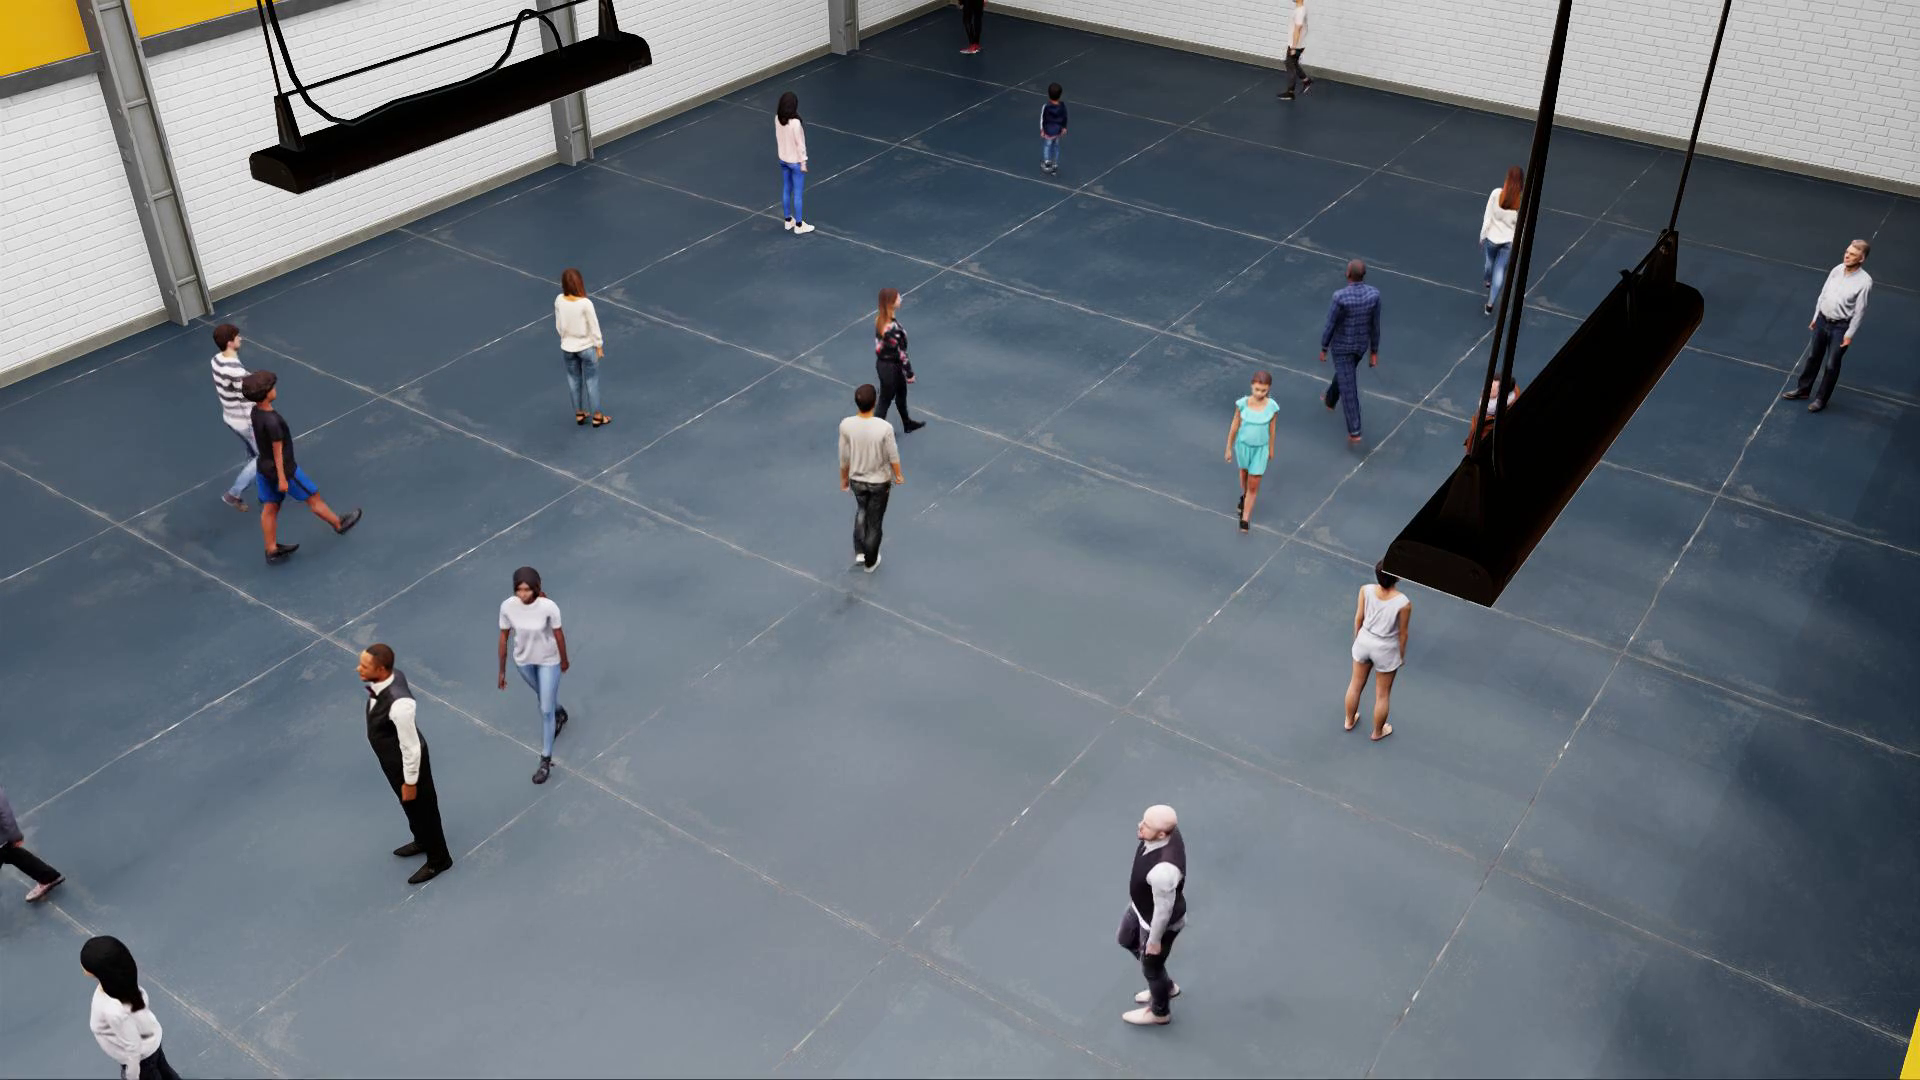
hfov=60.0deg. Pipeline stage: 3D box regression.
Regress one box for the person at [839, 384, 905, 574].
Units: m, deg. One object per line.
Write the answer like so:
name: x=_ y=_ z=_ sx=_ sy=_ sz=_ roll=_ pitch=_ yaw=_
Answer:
person: x=-0.792 y=-0.474 z=14.200 sx=0.740 sy=1.800 sz=0.727 roll=9 pitch=35 yaw=14

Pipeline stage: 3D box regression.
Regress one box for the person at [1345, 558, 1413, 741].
person: x=3.128 y=0.801 z=12.457 sx=0.553 sy=1.606 sz=0.533 roll=22 pitch=39 yaw=29

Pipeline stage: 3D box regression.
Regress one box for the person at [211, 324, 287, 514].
person: x=-6.570 y=-1.060 z=15.052 sx=0.734 sy=1.832 sz=0.919 roll=28 pitch=43 yaw=35

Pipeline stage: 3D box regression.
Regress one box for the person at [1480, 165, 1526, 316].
person: x=6.071 y=-3.327 z=18.629 sx=0.860 sy=1.648 sz=1.163 roll=11 pitch=35 yaw=16

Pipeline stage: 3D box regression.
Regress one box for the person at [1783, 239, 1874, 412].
person: x=8.818 y=-2.181 z=16.750 sx=0.735 sy=1.820 sz=0.736 roll=-15 pitch=36 yaw=-21

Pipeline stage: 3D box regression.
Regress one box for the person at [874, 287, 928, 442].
person: x=-0.759 y=-1.649 z=16.089 sx=0.944 sy=1.665 sz=0.862 roll=-9 pitch=35 yaw=-13

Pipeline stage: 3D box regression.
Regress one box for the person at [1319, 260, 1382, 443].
person: x=3.830 y=-1.791 z=16.218 sx=1.260 sy=1.759 sz=1.274 roll=-7 pitch=34 yaw=-10

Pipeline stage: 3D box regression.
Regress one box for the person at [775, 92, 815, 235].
person: x=-2.078 y=-4.666 z=20.534 sx=0.615 sy=1.770 sz=0.685 roll=-27 pitch=42 yaw=-34

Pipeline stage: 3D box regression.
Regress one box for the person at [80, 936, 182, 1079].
person: x=-4.591 y=2.836 z=9.312 sx=0.728 sy=1.699 sz=0.708 roll=-12 pitch=36 yaw=-18

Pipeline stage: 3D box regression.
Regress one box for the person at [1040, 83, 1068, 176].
person: x=1.252 y=-5.492 z=22.283 sx=0.665 sy=1.210 sz=0.724 roll=-5 pitch=34 yaw=-7

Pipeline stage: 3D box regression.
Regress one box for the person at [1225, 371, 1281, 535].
person: x=2.655 y=-0.867 z=15.047 sx=0.781 sy=1.516 sz=1.087 roll=11 pitch=35 yaw=16

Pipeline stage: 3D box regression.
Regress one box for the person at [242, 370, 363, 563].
person: x=-5.995 y=-0.589 z=14.419 sx=1.164 sy=1.750 sz=0.772 roll=-26 pitch=42 yaw=-34

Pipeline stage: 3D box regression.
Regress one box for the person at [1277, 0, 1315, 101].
person: x=5.062 y=-7.380 z=24.671 sx=0.864 sy=1.709 sz=0.830 roll=6 pitch=34 yaw=10

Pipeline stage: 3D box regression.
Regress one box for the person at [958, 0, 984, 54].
person: x=0.233 y=-8.655 z=26.645 sx=0.627 sy=1.647 sz=0.794 roll=-13 pitch=36 yaw=-19

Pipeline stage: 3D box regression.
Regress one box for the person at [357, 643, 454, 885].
person: x=-3.727 y=1.468 z=11.172 sx=0.734 sy=1.919 sz=0.770 roll=-19 pitch=38 yaw=-26

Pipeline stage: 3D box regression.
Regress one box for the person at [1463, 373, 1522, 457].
person: x=4.562 y=-0.647 z=14.425 sx=0.892 sy=1.839 sz=0.850 roll=-11 pitch=35 yaw=-16

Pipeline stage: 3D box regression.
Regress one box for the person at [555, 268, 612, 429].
person: x=-3.762 y=-1.900 z=16.454 sx=0.672 sy=1.680 sz=0.618 roll=12 pitch=36 yaw=18

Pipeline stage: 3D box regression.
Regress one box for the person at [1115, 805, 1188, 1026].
person: x=1.272 y=2.275 z=10.056 sx=0.897 sy=1.809 sz=0.808 roll=0 pitch=34 yaw=-1

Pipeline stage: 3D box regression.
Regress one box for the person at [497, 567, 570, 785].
person: x=-3.094 y=0.870 z=12.291 sx=0.958 sy=1.675 sz=1.223 roll=5 pitch=34 yaw=8
